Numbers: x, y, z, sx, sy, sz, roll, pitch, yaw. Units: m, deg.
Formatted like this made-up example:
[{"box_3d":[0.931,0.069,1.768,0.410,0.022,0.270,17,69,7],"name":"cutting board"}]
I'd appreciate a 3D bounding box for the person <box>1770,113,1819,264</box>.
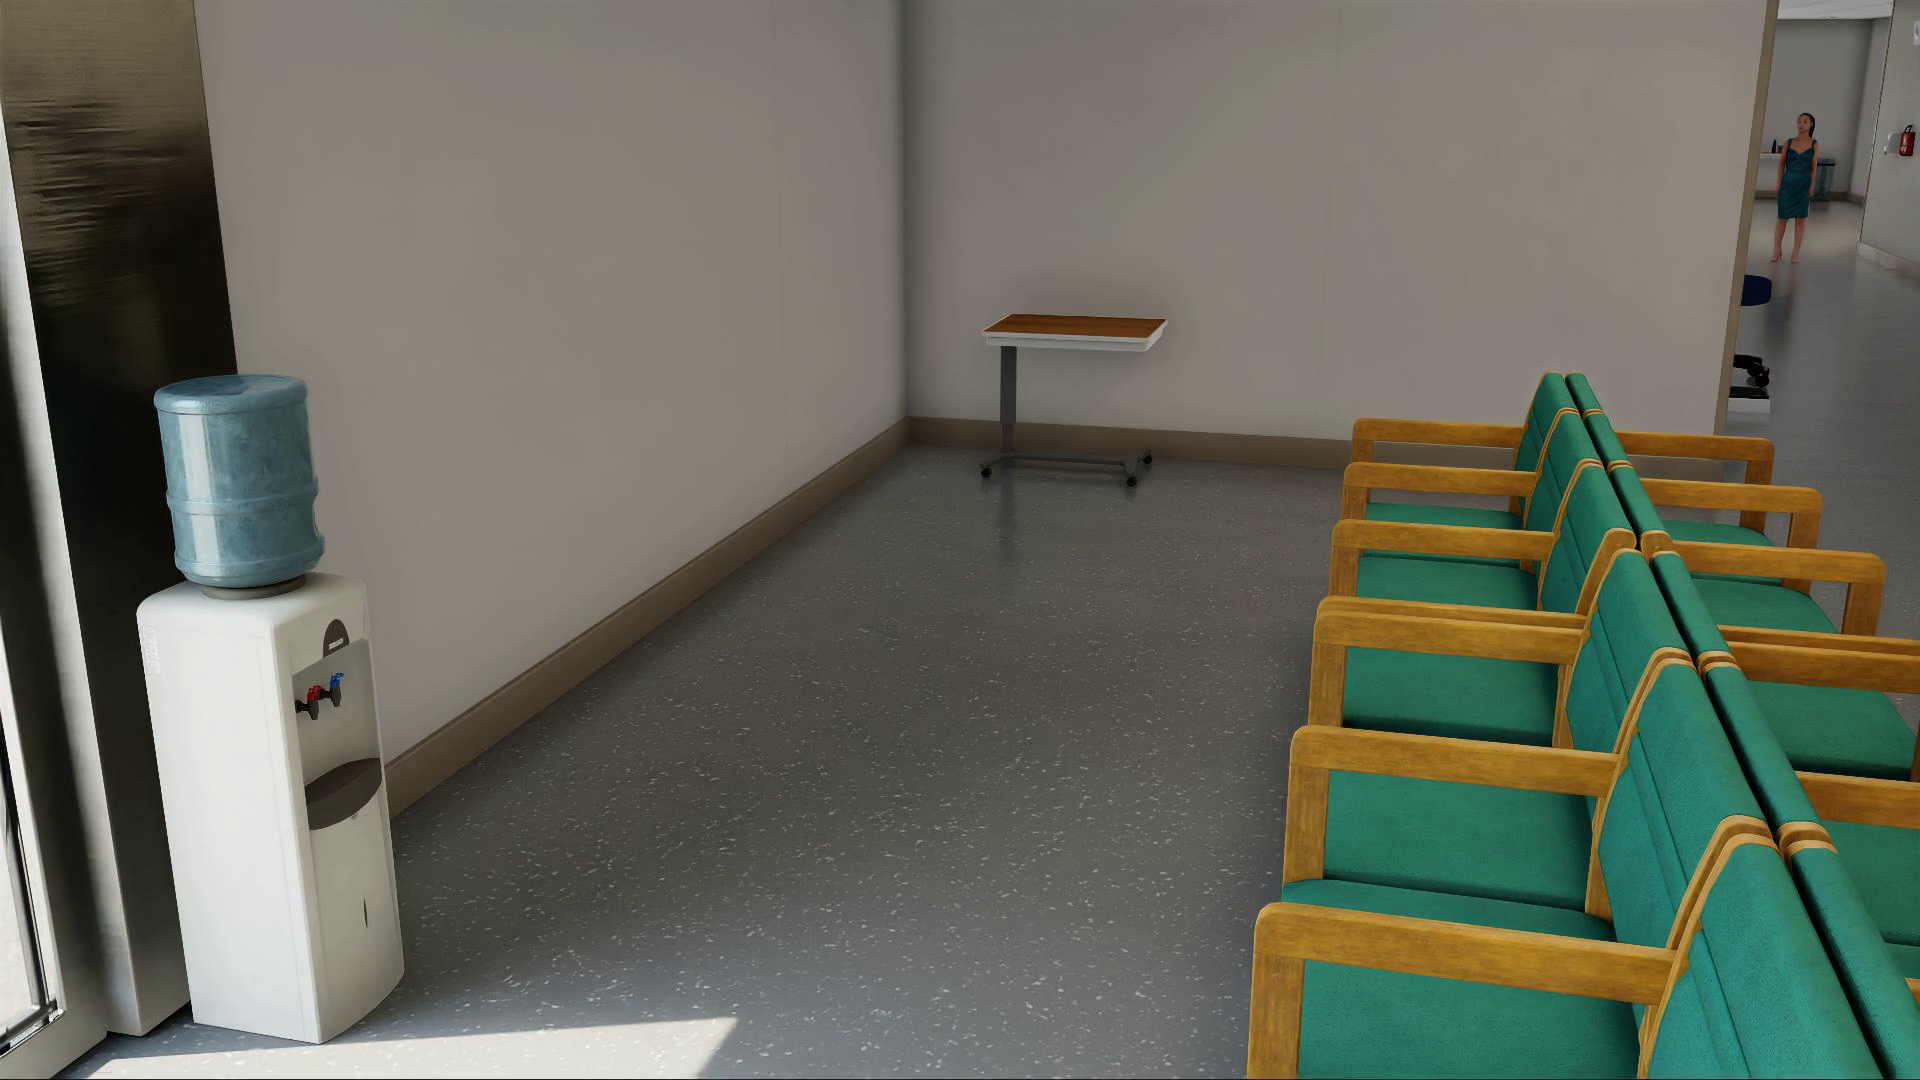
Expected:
[{"box_3d":[9.600,-4.038,19.105,0.512,1.687,0.669,9,18,30],"name":"person"}]
